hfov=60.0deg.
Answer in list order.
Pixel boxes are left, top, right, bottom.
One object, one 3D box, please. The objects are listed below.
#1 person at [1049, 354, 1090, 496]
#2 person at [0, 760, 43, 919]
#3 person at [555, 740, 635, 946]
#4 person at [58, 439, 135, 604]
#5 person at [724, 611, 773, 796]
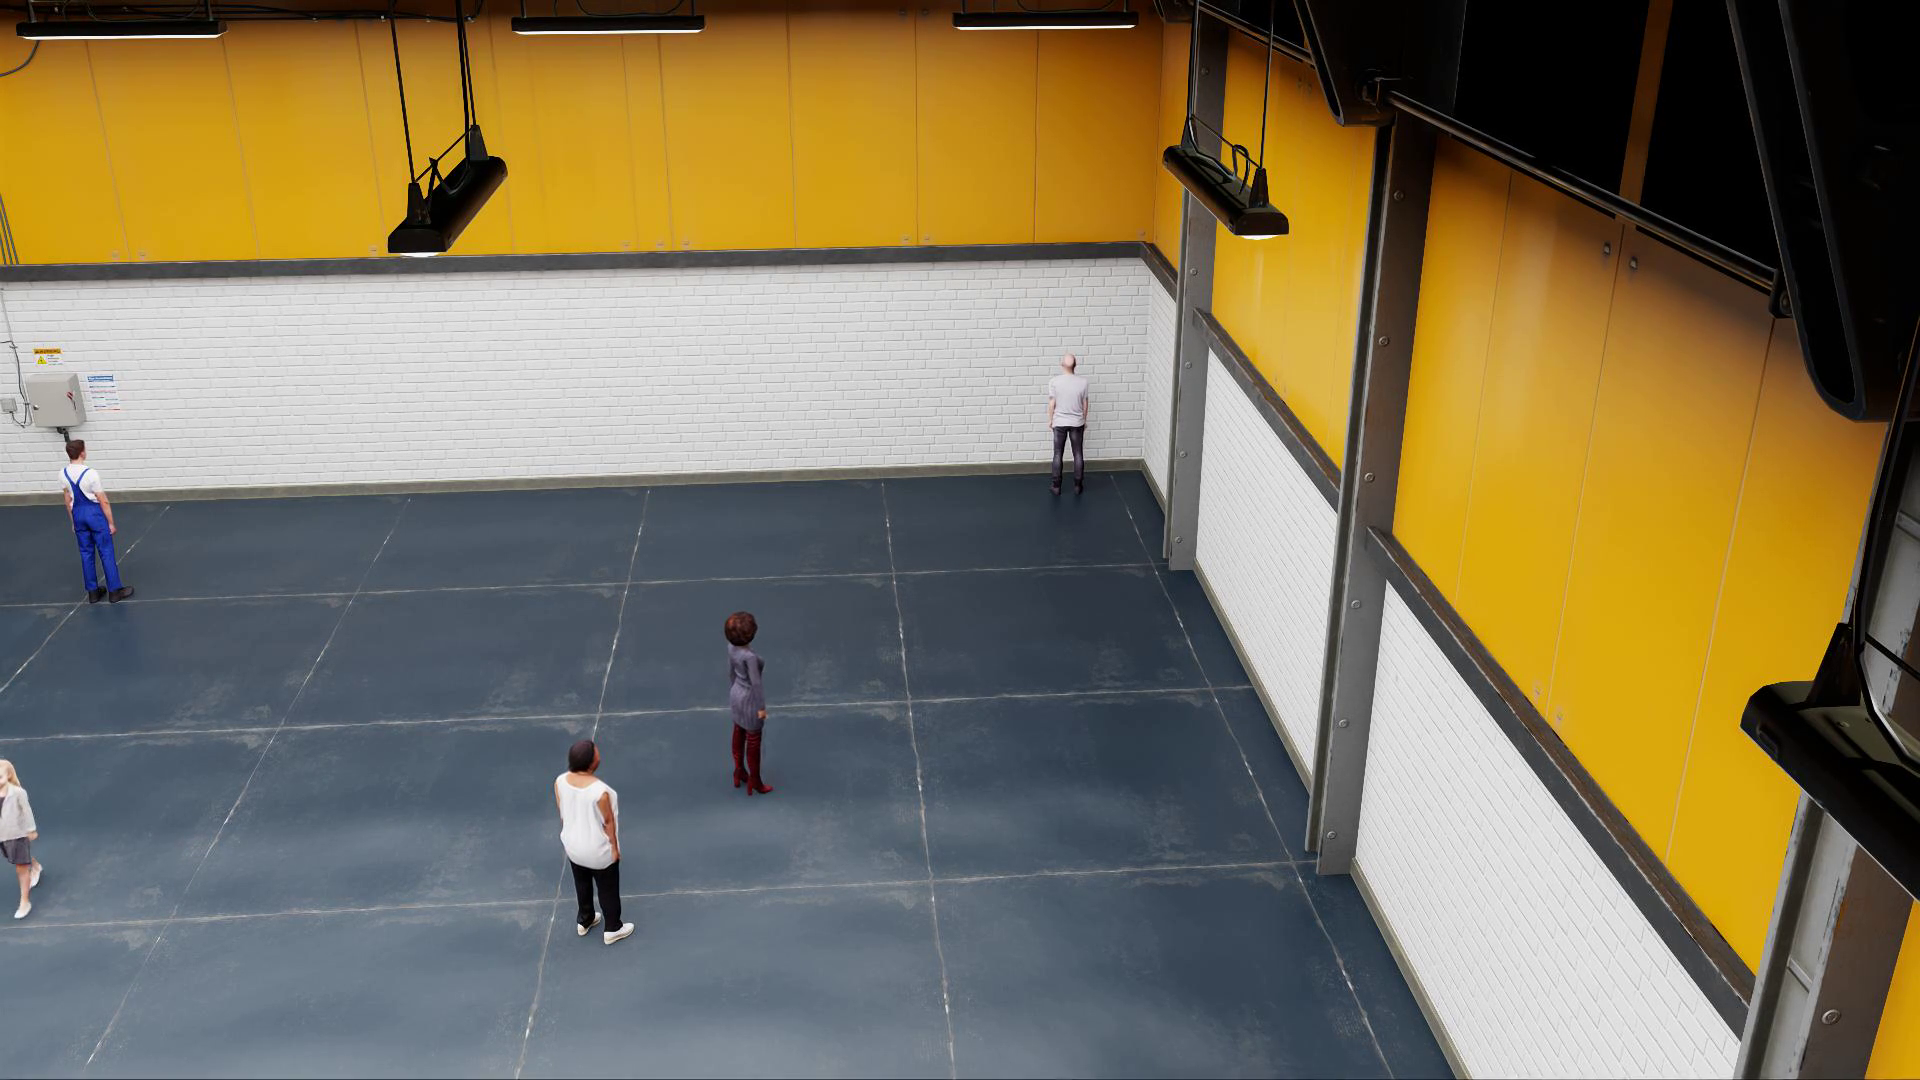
[{"bbox_3d":[1.360,-1.463,20.936,0.654,1.833,0.579,-1,24,-3],"label":"person"},{"bbox_3d":[-7.453,2.274,13.116,0.525,1.249,0.887,-1,24,-2],"label":"person"},{"bbox_3d":[-2.781,2.262,12.596,0.765,1.687,0.794,13,27,27],"label":"person"},{"bbox_3d":[-9.447,-0.212,18.054,0.663,1.849,0.611,2,24,3],"label":"person"},{"bbox_3d":[-1.866,1.417,14.500,0.726,1.710,0.625,-17,29,-34],"label":"person"}]
